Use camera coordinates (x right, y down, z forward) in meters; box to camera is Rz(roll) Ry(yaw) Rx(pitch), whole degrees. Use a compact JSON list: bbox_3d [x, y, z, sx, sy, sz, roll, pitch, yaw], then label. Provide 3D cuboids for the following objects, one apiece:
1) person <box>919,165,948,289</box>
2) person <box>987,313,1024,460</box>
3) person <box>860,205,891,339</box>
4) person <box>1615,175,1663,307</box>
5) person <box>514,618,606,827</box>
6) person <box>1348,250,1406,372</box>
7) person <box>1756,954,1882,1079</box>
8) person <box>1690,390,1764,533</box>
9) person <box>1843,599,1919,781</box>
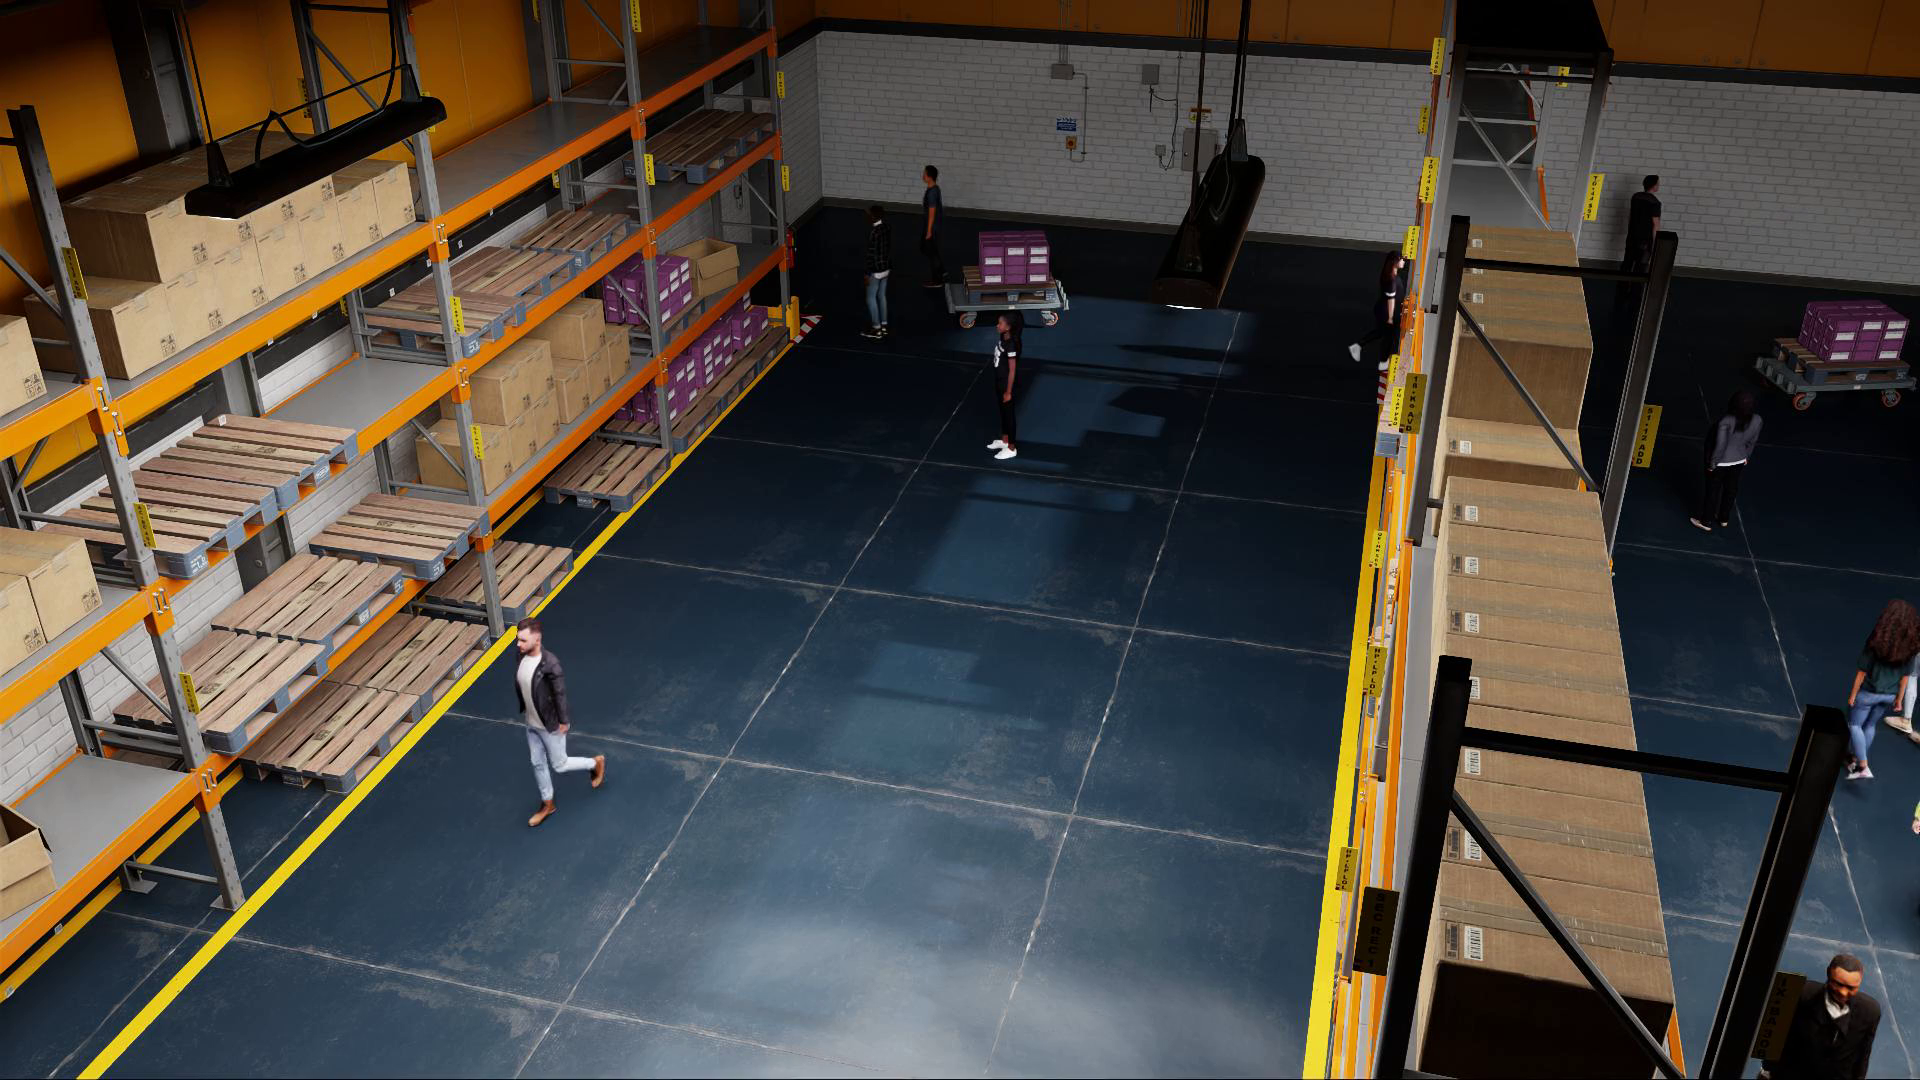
[{"bbox_3d":[-0.309,-4.509,23.957,0.820,1.799,0.688,0,29,-1],"label":"person"},{"bbox_3d":[0.527,-1.782,19.031,0.769,1.728,0.672,-7,29,-12],"label":"person"},{"bbox_3d":[-1.100,-3.615,22.300,0.834,1.816,0.642,21,35,33],"label":"person"},{"bbox_3d":[9.579,-4.233,23.403,0.863,1.845,0.758,-10,30,-18],"label":"person"},{"bbox_3d":[-3.213,1.379,13.139,0.898,1.822,1.075,21,35,33],"label":"person"},{"bbox_3d":[5.361,-2.909,21.207,0.787,1.622,0.896,0,29,1],"label":"person"},{"bbox_3d":[5.050,3.136,9.853,0.792,1.884,1.020,12,31,22],"label":"person"},{"bbox_3d":[8.052,-0.850,17.460,0.796,1.597,0.833,-8,30,-15],"label":"person"},{"bbox_3d":[7.495,1.278,13.562,0.700,1.594,0.877,0,29,0],"label":"person"}]
